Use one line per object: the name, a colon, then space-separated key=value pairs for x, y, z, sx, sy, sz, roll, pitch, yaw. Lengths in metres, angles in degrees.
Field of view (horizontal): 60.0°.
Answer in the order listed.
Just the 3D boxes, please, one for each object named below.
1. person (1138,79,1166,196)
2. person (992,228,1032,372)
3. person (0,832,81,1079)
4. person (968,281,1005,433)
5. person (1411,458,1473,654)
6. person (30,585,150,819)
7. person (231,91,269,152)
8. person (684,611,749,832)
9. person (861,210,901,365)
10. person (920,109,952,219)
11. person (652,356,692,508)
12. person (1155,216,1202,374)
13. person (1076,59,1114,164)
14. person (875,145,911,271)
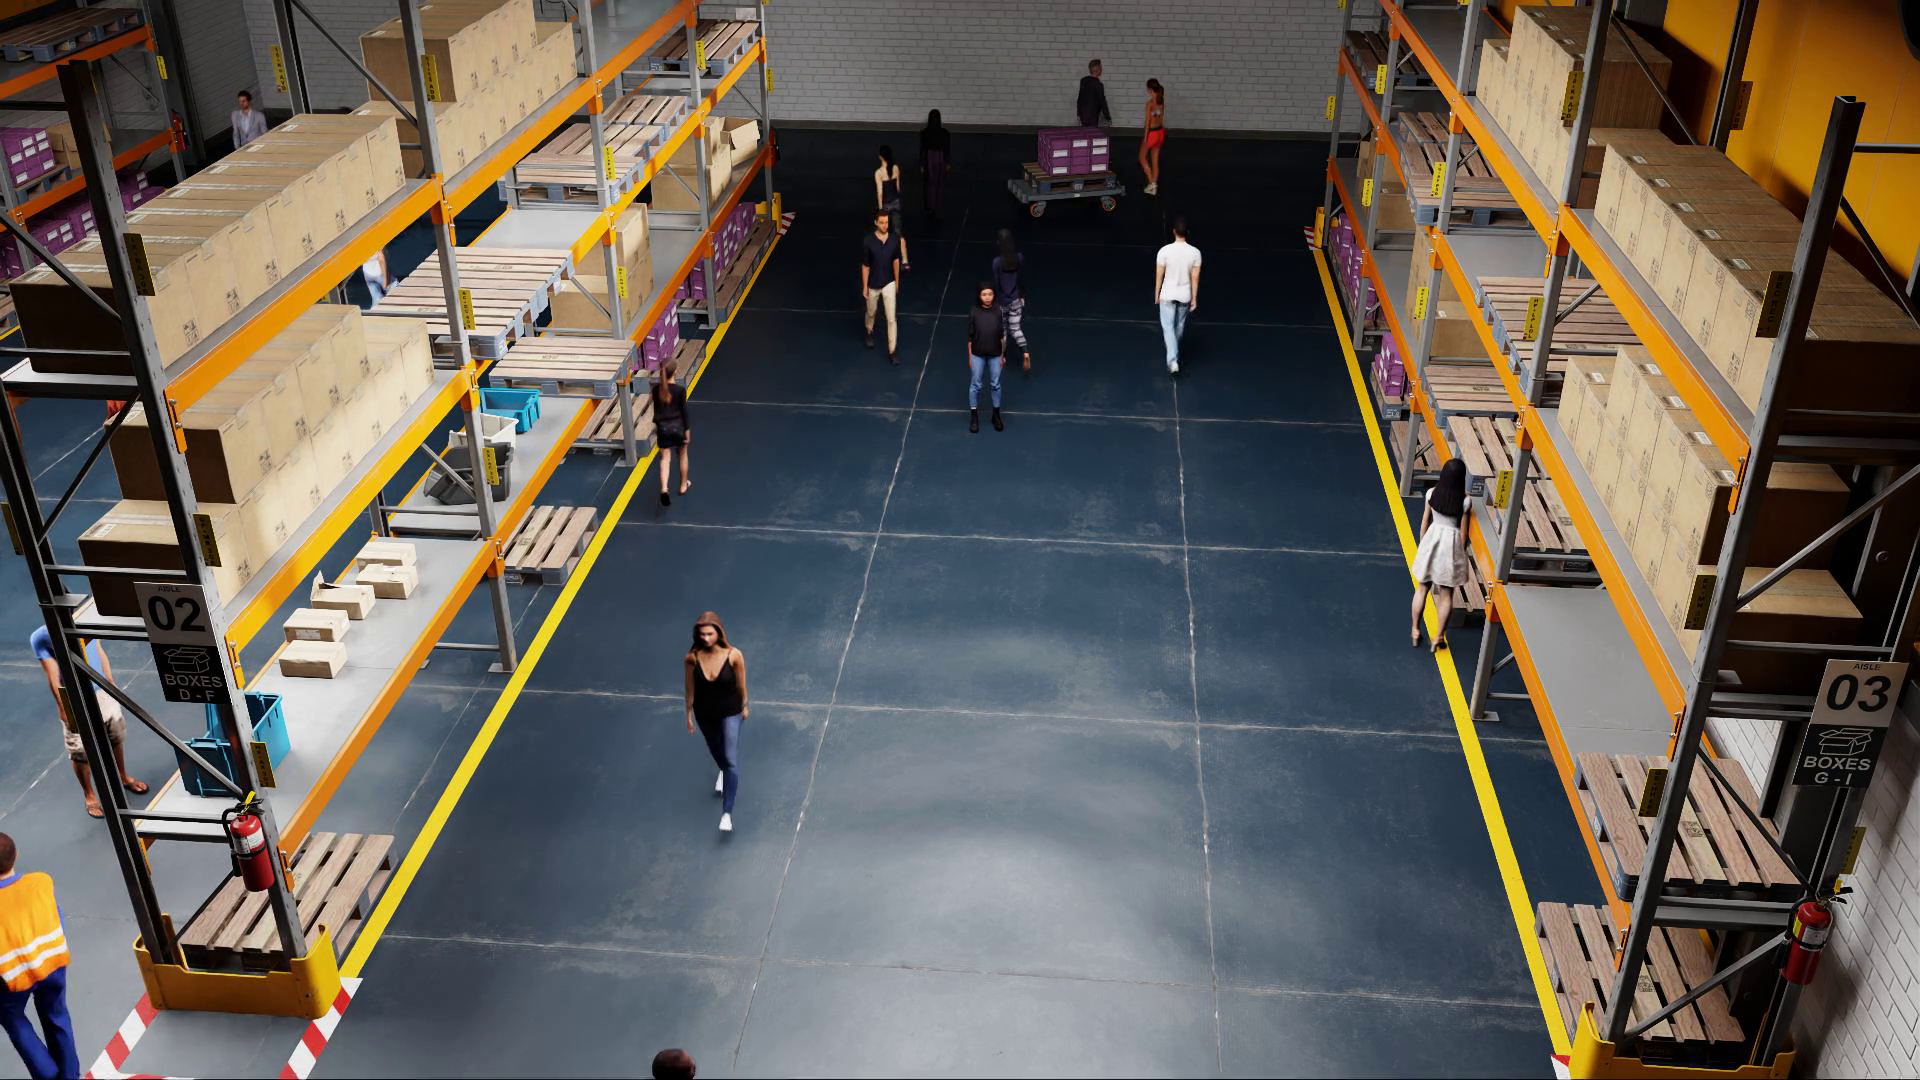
person: x=3.058 y=-6.218 z=25.772 sx=0.732 sy=1.777 sz=0.797 roll=-23 pitch=36 yaw=-36
person: x=0.602 y=-2.796 z=19.570 sx=0.951 sy=1.709 sz=1.080 roll=-15 pitch=32 yaw=-26
person: x=-5.333 y=2.550 z=9.631 sx=0.910 sy=1.840 sz=0.823 roll=18 pitch=34 yaw=30
person: x=0.282 y=-2.010 z=18.143 sx=0.601 sy=1.696 sz=0.601 roll=-4 pitch=29 yaw=-8
person: x=4.101 y=0.125 z=14.153 sx=0.774 sy=1.769 sz=0.795 roll=18 pitch=33 yaw=29
person: x=-6.451 y=1.123 z=12.225 sx=0.799 sy=1.863 sz=0.673 roll=17 pitch=33 yaw=28
person: x=-10.604 y=-5.863 z=25.079 sx=0.706 sy=1.819 sz=1.196 roll=5 pitch=29 yaw=9
person: x=-1.767 y=1.230 z=12.233 sx=0.576 sy=1.667 sz=1.058 roll=2 pitch=29 yaw=3
person: x=-0.991 y=-3.082 z=19.981 sx=0.905 sy=1.818 sz=1.263 roll=-6 pitch=29 yaw=-11
person: x=-0.388 y=-5.605 z=24.825 sx=0.604 sy=1.608 sz=0.820 roll=2 pitch=29 yaw=4
person: x=-2.900 y=-1.083 z=16.606 sx=0.573 sy=1.540 sz=0.952 roll=1 pitch=29 yaw=2
person: x=2.539 y=-2.835 z=19.518 sx=0.820 sy=1.828 sz=1.232 roll=-2 pitch=29 yaw=-5
person: x=2.035 y=-6.793 z=26.790 sx=1.099 sy=1.813 sz=1.137 roll=-11 pitch=31 yaw=-20
person: x=-0.907 y=-4.488 z=22.706 sx=1.044 sy=1.675 sz=1.235 roll=-16 pitch=32 yaw=-27
